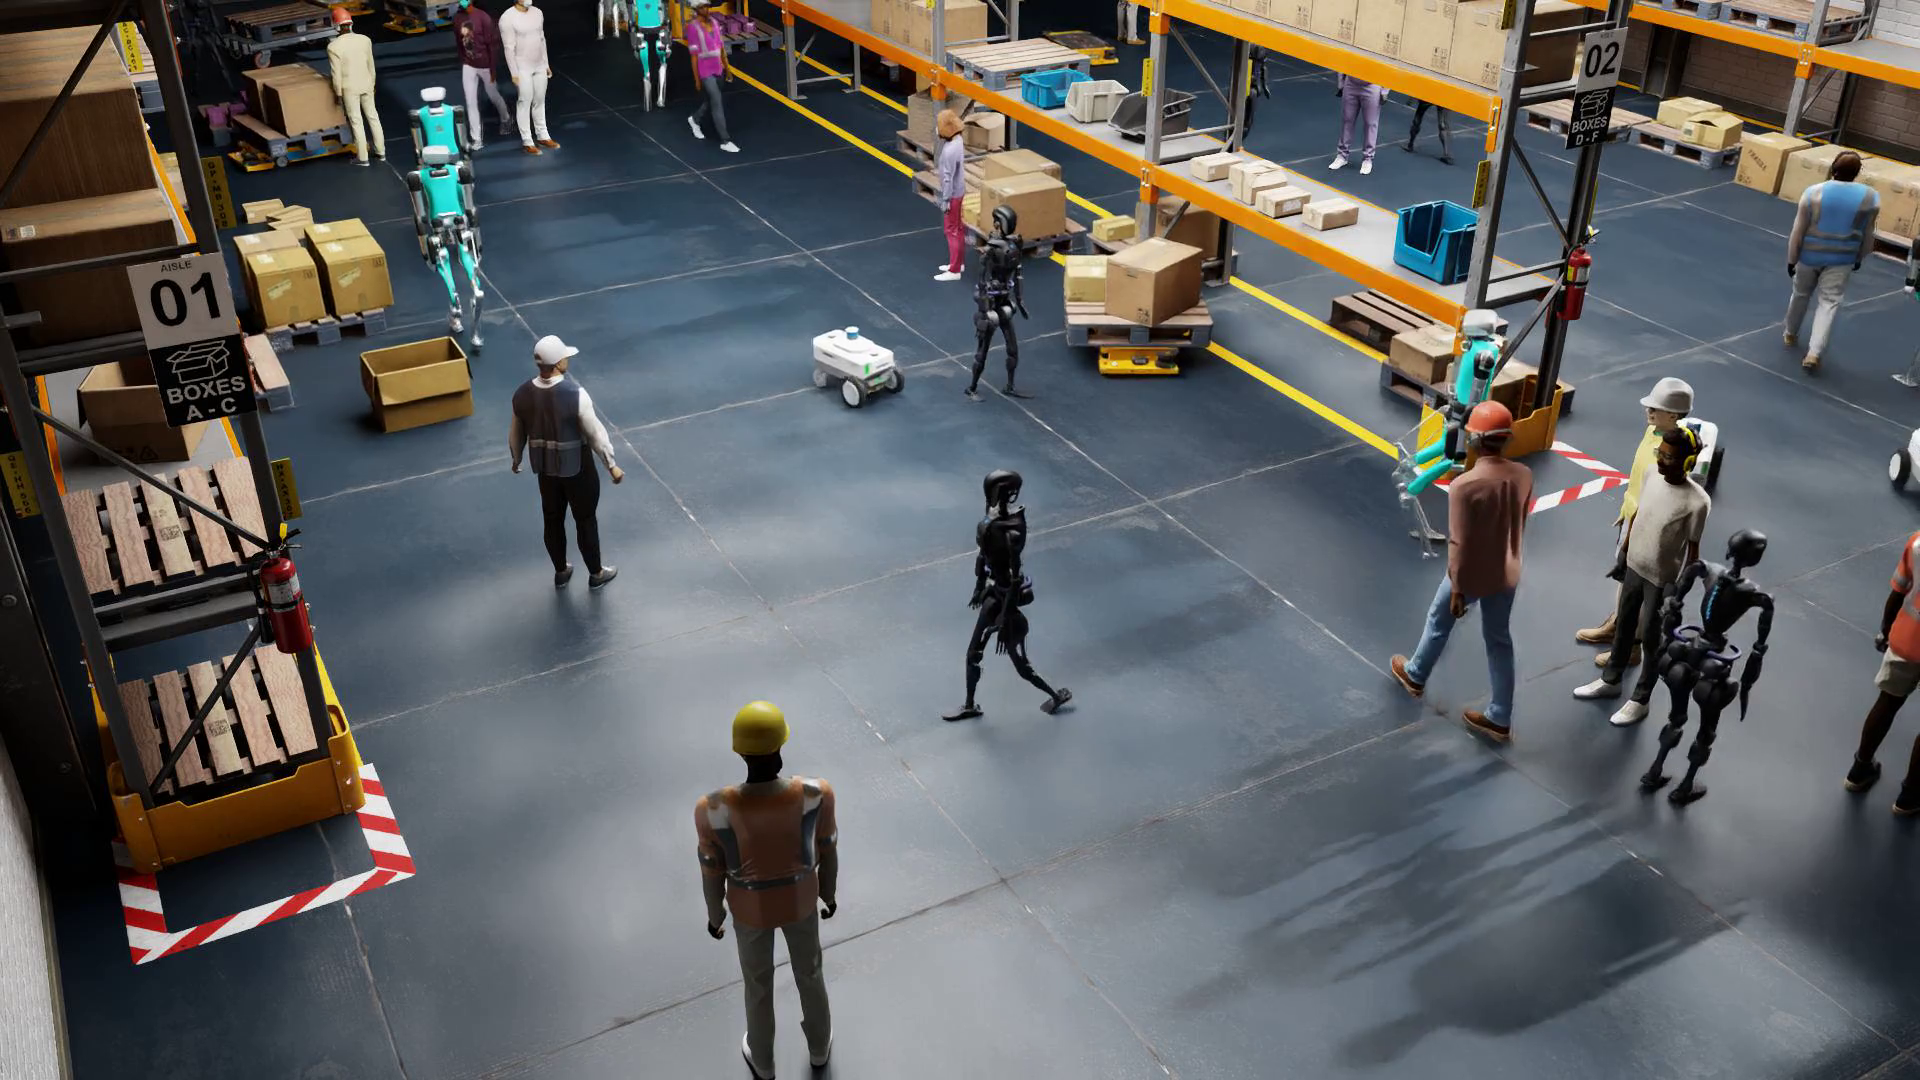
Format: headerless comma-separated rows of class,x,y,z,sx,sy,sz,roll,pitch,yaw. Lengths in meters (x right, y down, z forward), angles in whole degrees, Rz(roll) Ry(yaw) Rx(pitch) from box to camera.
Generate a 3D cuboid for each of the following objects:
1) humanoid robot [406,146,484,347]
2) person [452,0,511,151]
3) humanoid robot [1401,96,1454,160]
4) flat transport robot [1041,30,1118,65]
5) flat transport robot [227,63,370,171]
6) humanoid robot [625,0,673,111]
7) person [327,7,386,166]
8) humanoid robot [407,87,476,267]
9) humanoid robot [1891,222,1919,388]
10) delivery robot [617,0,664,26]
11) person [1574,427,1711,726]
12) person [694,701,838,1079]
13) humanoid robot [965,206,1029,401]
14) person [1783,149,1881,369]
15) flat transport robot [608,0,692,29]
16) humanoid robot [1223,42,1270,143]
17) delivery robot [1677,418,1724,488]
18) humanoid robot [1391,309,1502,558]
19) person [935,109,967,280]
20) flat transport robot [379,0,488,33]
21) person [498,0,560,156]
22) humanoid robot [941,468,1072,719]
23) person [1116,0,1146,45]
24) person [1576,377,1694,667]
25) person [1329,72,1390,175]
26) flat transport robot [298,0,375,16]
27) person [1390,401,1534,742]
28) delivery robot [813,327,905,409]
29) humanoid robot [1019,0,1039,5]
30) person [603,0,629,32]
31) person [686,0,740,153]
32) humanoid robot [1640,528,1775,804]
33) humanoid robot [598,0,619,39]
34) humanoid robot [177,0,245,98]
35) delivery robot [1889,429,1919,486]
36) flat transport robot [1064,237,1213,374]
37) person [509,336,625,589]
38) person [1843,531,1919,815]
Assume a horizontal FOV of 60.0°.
humanoid robot,-4.298,-2.421,14.177,0.532,1.746,1.011,-13,32,-21
person,-5.651,-5.618,19.539,0.491,1.914,0.954,4,30,6
humanoid robot,5.457,-5.191,19.082,0.613,1.627,0.780,-11,32,-19
flat transport robot,1.667,-6.964,23.533,0.659,0.231,1.431,-9,31,-15
flat transport robot,-7.707,-4.574,19.372,1.431,0.231,0.659,-22,37,-34
humanoid robot,-3.845,-6.158,20.780,0.537,1.876,0.789,-4,30,-7
person,-6.871,-5.144,18.871,0.329,1.752,0.560,21,36,32
humanoid robot,-5.028,-3.624,16.258,0.543,1.769,0.942,-9,31,-15
humanoid robot,8.061,-2.054,13.484,0.562,1.741,0.850,-4,30,-8
delivery robot,-4.822,-8.052,25.109,0.737,0.564,0.499,-18,35,-29
person,3.916,0.199,9.456,0.327,1.873,0.516,-11,32,-19
person,-0.805,1.521,7.103,0.587,1.923,0.379,-7,31,-12
humanoid robot,0.275,-1.895,13.316,0.462,1.640,0.584,20,35,31
person,7.294,-2.376,14.008,0.611,1.806,0.931,14,33,23
flat transport robot,-4.658,-8.021,25.372,1.431,0.231,0.659,-16,33,-25
humanoid robot,3.269,-5.208,19.076,0.638,1.641,0.399,-24,37,-35
delivery robot,5.320,-0.612,12.180,0.499,0.587,0.789,14,33,23
humanoid robot,3.170,-0.691,11.154,0.671,1.815,0.538,6,30,10
person,-0.087,-3.256,15.715,0.288,1.627,0.505,4,30,8
flat transport robot,-7.947,-7.919,25.195,0.659,0.231,1.431,22,37,33
person,-4.973,-5.448,19.220,0.373,1.940,0.630,16,34,26
humanoid robot,0.282,0.336,9.475,0.764,1.650,0.587,-10,31,-16
person,2.475,-8.104,23.888,0.364,1.895,0.562,-14,33,-22
person,4.110,-0.102,9.962,0.383,1.892,0.473,-2,30,-3
person,4.501,-5.064,18.578,0.642,1.913,0.412,17,34,27
flat transport robot,-9.772,-8.393,26.020,0.659,0.231,1.431,-23,37,-34
person,2.928,0.160,9.477,0.638,1.912,0.982,-13,32,-21
delivery robot,-0.861,-1.439,13.642,0.811,0.609,0.499,26,39,38
humanoid robot,1.130,-9.276,26.146,0.619,1.634,0.447,-6,30,-10
person,-5.143,-8.518,24.699,0.645,1.800,0.853,-14,33,-22
person,-2.936,-5.469,19.377,0.830,1.811,0.521,17,34,27
humanoid robot,3.952,0.660,8.853,0.318,1.647,0.594,-20,36,-31
humanoid robot,-5.118,-8.139,24.146,0.553,1.801,0.773,-6,30,-10
humanoid robot,-9.692,-6.473,21.295,0.754,1.625,0.593,13,32,21
delivery robot,7.106,-0.508,12.025,0.499,0.613,0.807,6,30,11
flat transport robot,1.522,-1.809,14.558,0.659,0.231,1.431,1,30,1
person,-2.563,-0.484,10.759,0.761,1.755,0.448,6,30,11
person,5.125,0.573,8.722,0.373,1.952,0.621,-22,36,-33
